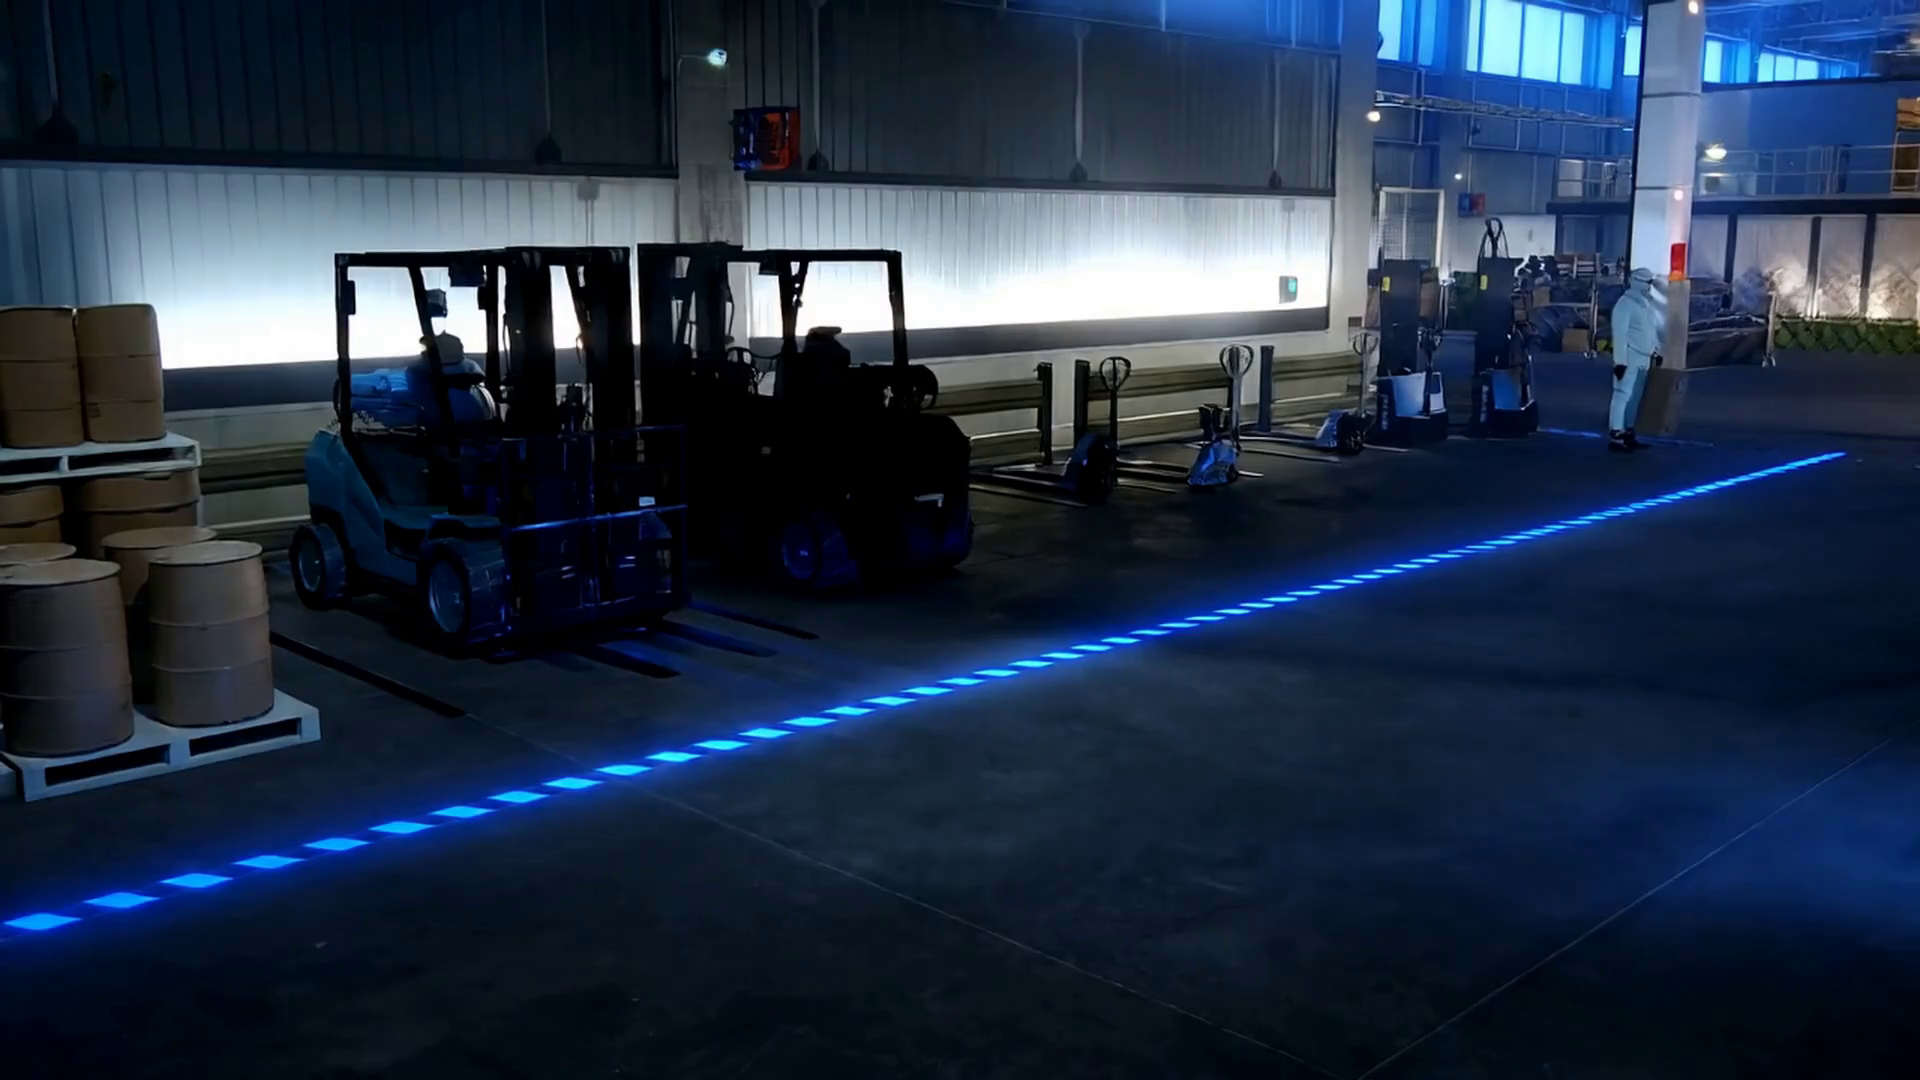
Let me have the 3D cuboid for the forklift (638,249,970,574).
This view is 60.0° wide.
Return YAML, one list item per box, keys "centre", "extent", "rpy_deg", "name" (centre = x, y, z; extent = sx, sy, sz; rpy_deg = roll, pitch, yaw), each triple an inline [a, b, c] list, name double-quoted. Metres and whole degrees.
- centre: [-1.173, -0.958, 11.239]
  extent: [2.680, 1.987, 1.157]
  rpy_deg: [10, 14, 43]
  name: "forklift"

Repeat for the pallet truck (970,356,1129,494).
- centre: [0.784, -1.085, 14.876]
  extent: [0.680, 1.201, 1.601]
  rpy_deg: [-10, 14, -44]
  name: "pallet truck"

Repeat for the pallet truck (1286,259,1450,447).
- centre: [4.493, -2.078, 18.196]
  extent: [0.823, 1.965, 1.885]
  rpy_deg: [-9, 14, -40]
  name: "pallet truck"

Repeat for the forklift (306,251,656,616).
- centre: [-2.833, -0.669, 9.694]
  extent: [1.157, 1.987, 2.680]
  rpy_deg: [-10, 14, -44]
  name: "forklift"

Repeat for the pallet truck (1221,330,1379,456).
- centre: [3.563, -1.581, 17.381]
  extent: [0.653, 1.274, 1.630]
  rpy_deg: [-10, 14, -44]
  name: "pallet truck"

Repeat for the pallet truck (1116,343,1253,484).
- centre: [1.962, -1.215, 15.415]
  extent: [1.522, 1.261, 0.704]
  rpy_deg: [10, 14, 43]
  name: "pallet truck"

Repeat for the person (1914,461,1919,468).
- centre: [9.378, -1.649, 15.756]
  extent: [0.422, 2.035, 0.619]
  rpy_deg: [-1, 10, -8]
  name: "person"

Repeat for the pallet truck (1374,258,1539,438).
- centre: [5.704, -2.208, 18.901]
  extent: [1.885, 1.965, 0.823]
  rpy_deg: [10, 14, 43]
  name: "pallet truck"

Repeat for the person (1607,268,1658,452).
- centre: [7.032, -1.871, 17.315]
  extent: [0.652, 1.906, 0.402]
  rpy_deg: [-10, 14, -42]
  name: "person"
